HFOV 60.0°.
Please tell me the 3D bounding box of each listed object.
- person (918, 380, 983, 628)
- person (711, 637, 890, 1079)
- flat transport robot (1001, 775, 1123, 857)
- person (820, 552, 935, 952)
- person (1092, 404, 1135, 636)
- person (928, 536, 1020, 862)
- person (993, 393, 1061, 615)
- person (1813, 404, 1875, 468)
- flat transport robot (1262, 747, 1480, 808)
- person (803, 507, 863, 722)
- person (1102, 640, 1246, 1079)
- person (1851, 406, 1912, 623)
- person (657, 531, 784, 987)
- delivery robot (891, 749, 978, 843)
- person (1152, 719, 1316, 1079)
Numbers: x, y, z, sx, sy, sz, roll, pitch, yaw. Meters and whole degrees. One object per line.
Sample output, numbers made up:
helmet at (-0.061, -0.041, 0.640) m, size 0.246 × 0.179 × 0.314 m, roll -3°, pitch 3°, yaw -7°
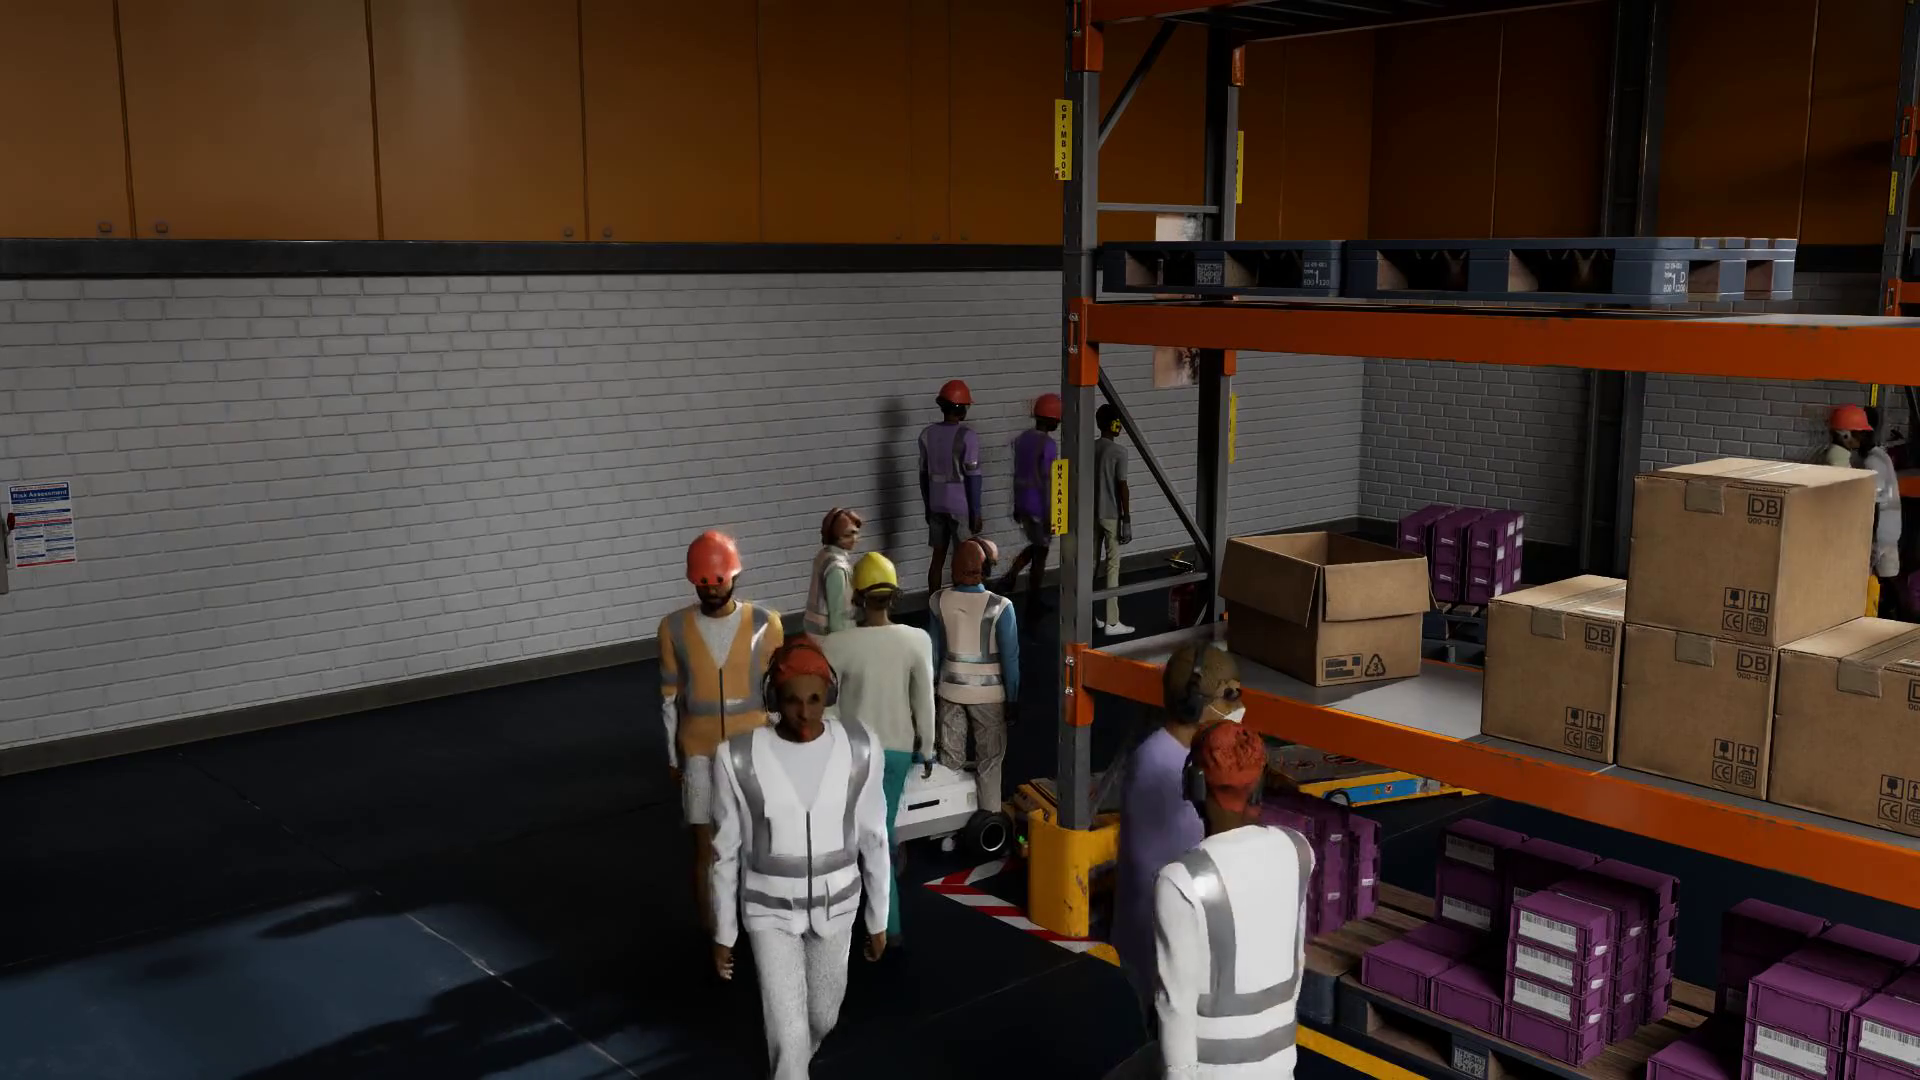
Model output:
person at (-0.052, -0.275, 13.481) m, size 0.610 × 2.043 × 0.375 m, roll 8°, pitch 12°, yaw 38°
person at (-0.534, 1.197, 5.466) m, size 0.582 × 1.852 × 0.908 m, roll -3°, pitch 10°, yaw -18°
flat transport robot at (0.894, 1.411, 8.793) m, size 1.431 × 0.197 × 0.652 m, roll -3°, pitch 10°, yaw -17°
person at (-0.406, 0.908, 7.482) m, size 0.537 × 1.718 × 0.902 m, roll -4°, pitch 11°, yaw -24°
person at (1.169, -0.170, 13.375) m, size 0.315 × 1.869 × 0.526 m, roll -9°, pitch 13°, yaw -44°
person at (0.068, 0.800, 8.367) m, size 0.514 × 1.641 × 0.309 m, roll 5°, pitch 11°, yaw 29°
person at (0.633, -0.281, 13.925) m, size 0.477 × 1.906 × 0.577 m, roll -6°, pitch 11°, yaw -30°
person at (6.334, -0.031, 12.280) m, size 0.786 × 1.969 × 0.616 m, roll 4°, pitch 10°, yaw 22°
flat transport robot at (2.213, 1.313, 9.366) m, size 1.431 × 0.197 × 0.652 m, roll -4°, pitch 10°, yaw -22°
person at (-0.741, 0.610, 9.525) m, size 0.357 × 1.629 × 0.666 m, roll -2°, pitch 10°, yaw -11°
person at (0.603, 1.231, 5.035) m, size 0.633 × 1.921 × 0.644 m, roll 4°, pitch 10°, yaw 20°
person at (6.791, -0.044, 12.505) m, size 0.924 × 1.904 × 0.727 m, roll 6°, pitch 11°, yaw 32°
person at (-1.024, 0.871, 7.224) m, size 0.542 × 1.902 × 0.932 m, roll -1°, pitch 10°, yaw -7°
delivery robot at (-0.165, 1.295, 8.366) m, size 0.707 × 0.478 × 0.477 m, roll -6°, pitch 11°, yaw -32°
person at (0.729, 1.380, 4.417) m, size 0.592 × 1.841 × 1.002 m, roll -7°, pitch 12°, yaw -37°
